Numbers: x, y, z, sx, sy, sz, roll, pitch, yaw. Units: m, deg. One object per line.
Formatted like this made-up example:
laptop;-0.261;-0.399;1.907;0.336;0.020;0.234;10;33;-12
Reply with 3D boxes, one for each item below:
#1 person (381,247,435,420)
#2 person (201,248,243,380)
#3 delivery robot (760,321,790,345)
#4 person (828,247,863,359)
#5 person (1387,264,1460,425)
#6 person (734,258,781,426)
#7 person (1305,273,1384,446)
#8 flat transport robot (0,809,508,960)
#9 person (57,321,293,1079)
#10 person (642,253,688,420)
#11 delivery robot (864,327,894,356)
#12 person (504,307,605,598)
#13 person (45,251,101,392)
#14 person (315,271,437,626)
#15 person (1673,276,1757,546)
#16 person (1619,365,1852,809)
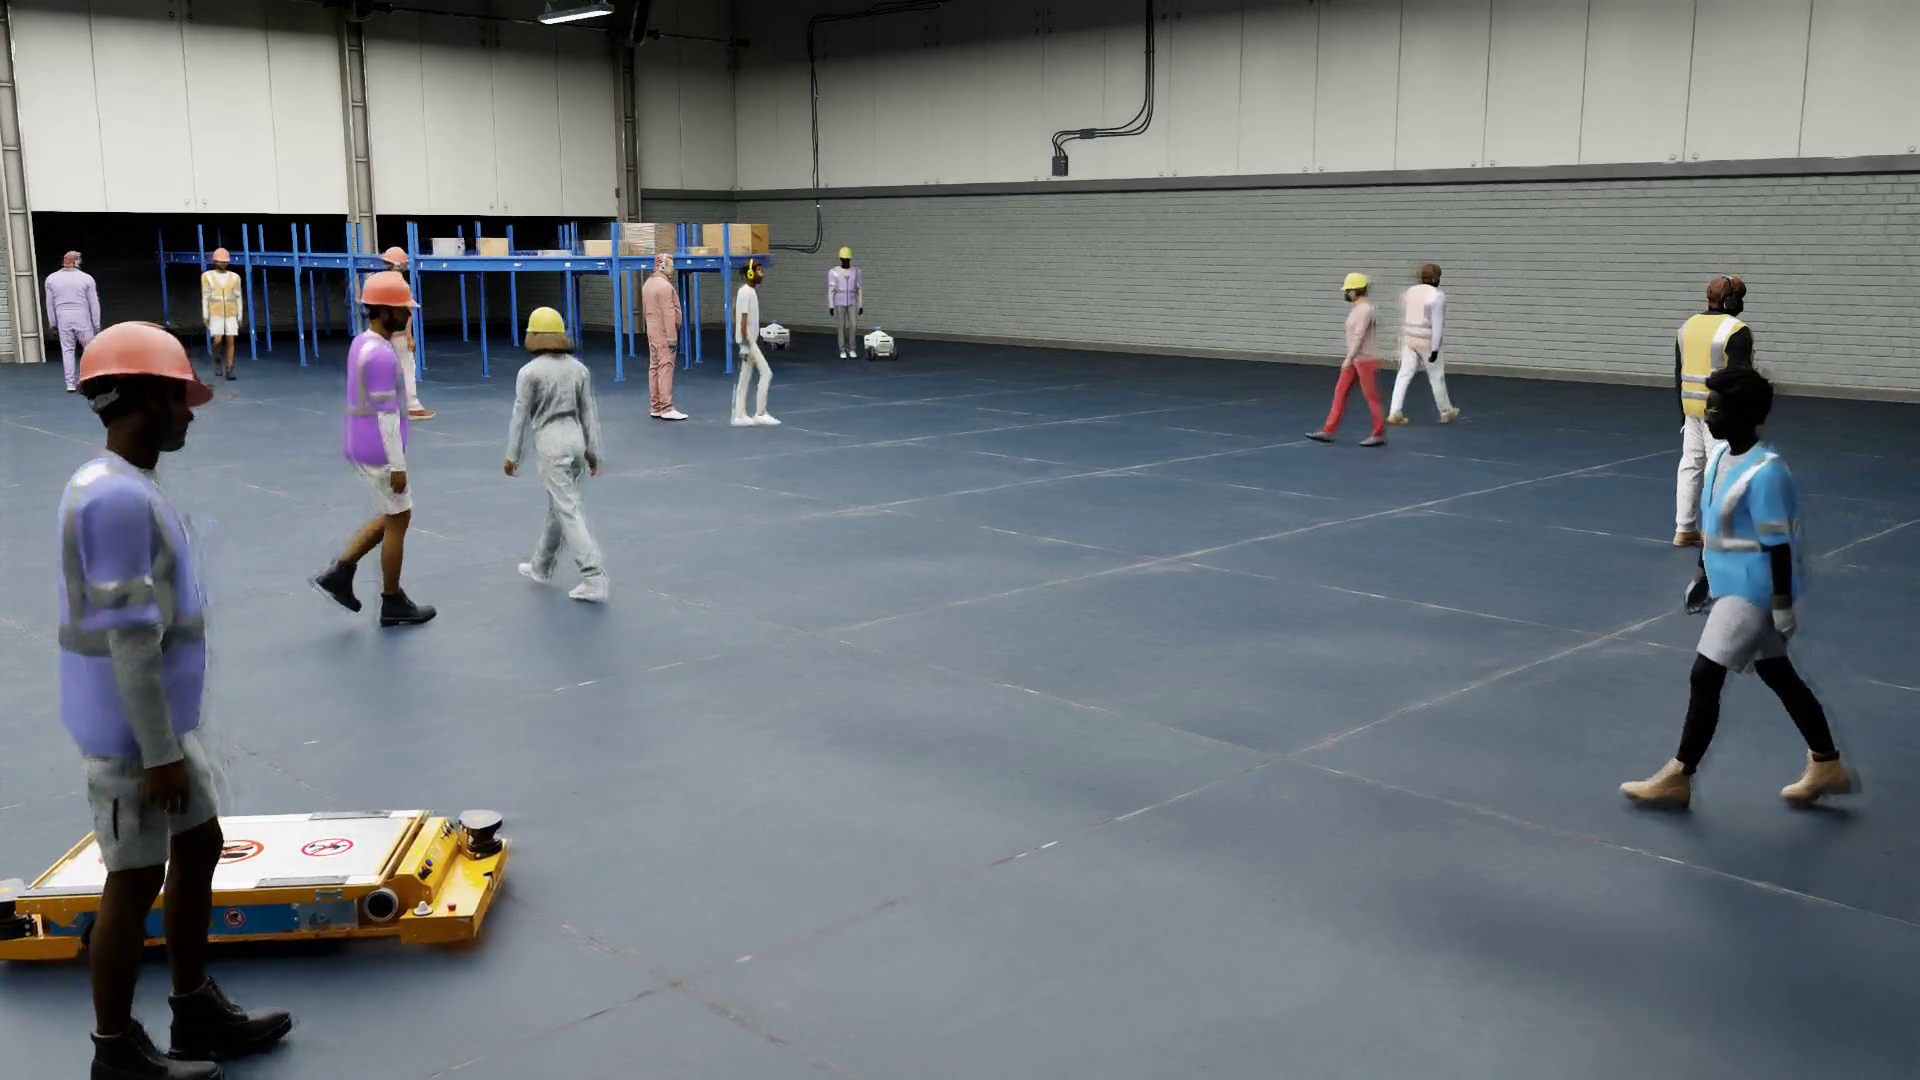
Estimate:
person;-6.456;-2.372;19.115;0.650;1.980;0.639;-7;12;-34
person;-10.799;-3.316;24.401;0.553;1.925;0.416;-7;13;-34
delivery robot;-3.415;-3.797;30.637;0.477;0.478;0.707;-5;12;-29
person;-1.934;-4.038;28.431;0.619;1.896;0.793;-3;11;-14
person;5.226;-2.192;18.681;0.986;1.793;0.639;-7;12;-33
person;-2.224;-2.184;18.449;0.673;1.847;0.565;-1;10;-5
person;3.911;-1.799;16.704;0.853;1.726;0.527;-1;10;-6
flat transport robot;-2.198;1.059;5.199;1.431;0.197;0.652;-1;10;-6
person;-1.962;0.442;4.062;0.403;1.899;0.568;-4;11;-19
person;-3.409;-2.350;19.226;0.406;1.902;0.638;-6;12;-31
delivery robot;-1.386;-3.385;28.388;0.477;0.478;0.707;-3;11;-20
person;-2.394;-0.522;9.837;0.925;1.690;0.509;7;13;35
person;-12.001;-2.944;22.528;0.702;1.897;0.471;-2;11;-9
person;-3.145;-0.479;8.959;0.540;1.922;0.574;-6;12;-29
person;5.088;-0.846;11.186;0.429;1.843;0.633;-3;11;-17
person;2.940;0.182;6.103;0.834;1.650;0.522;2;11;11
